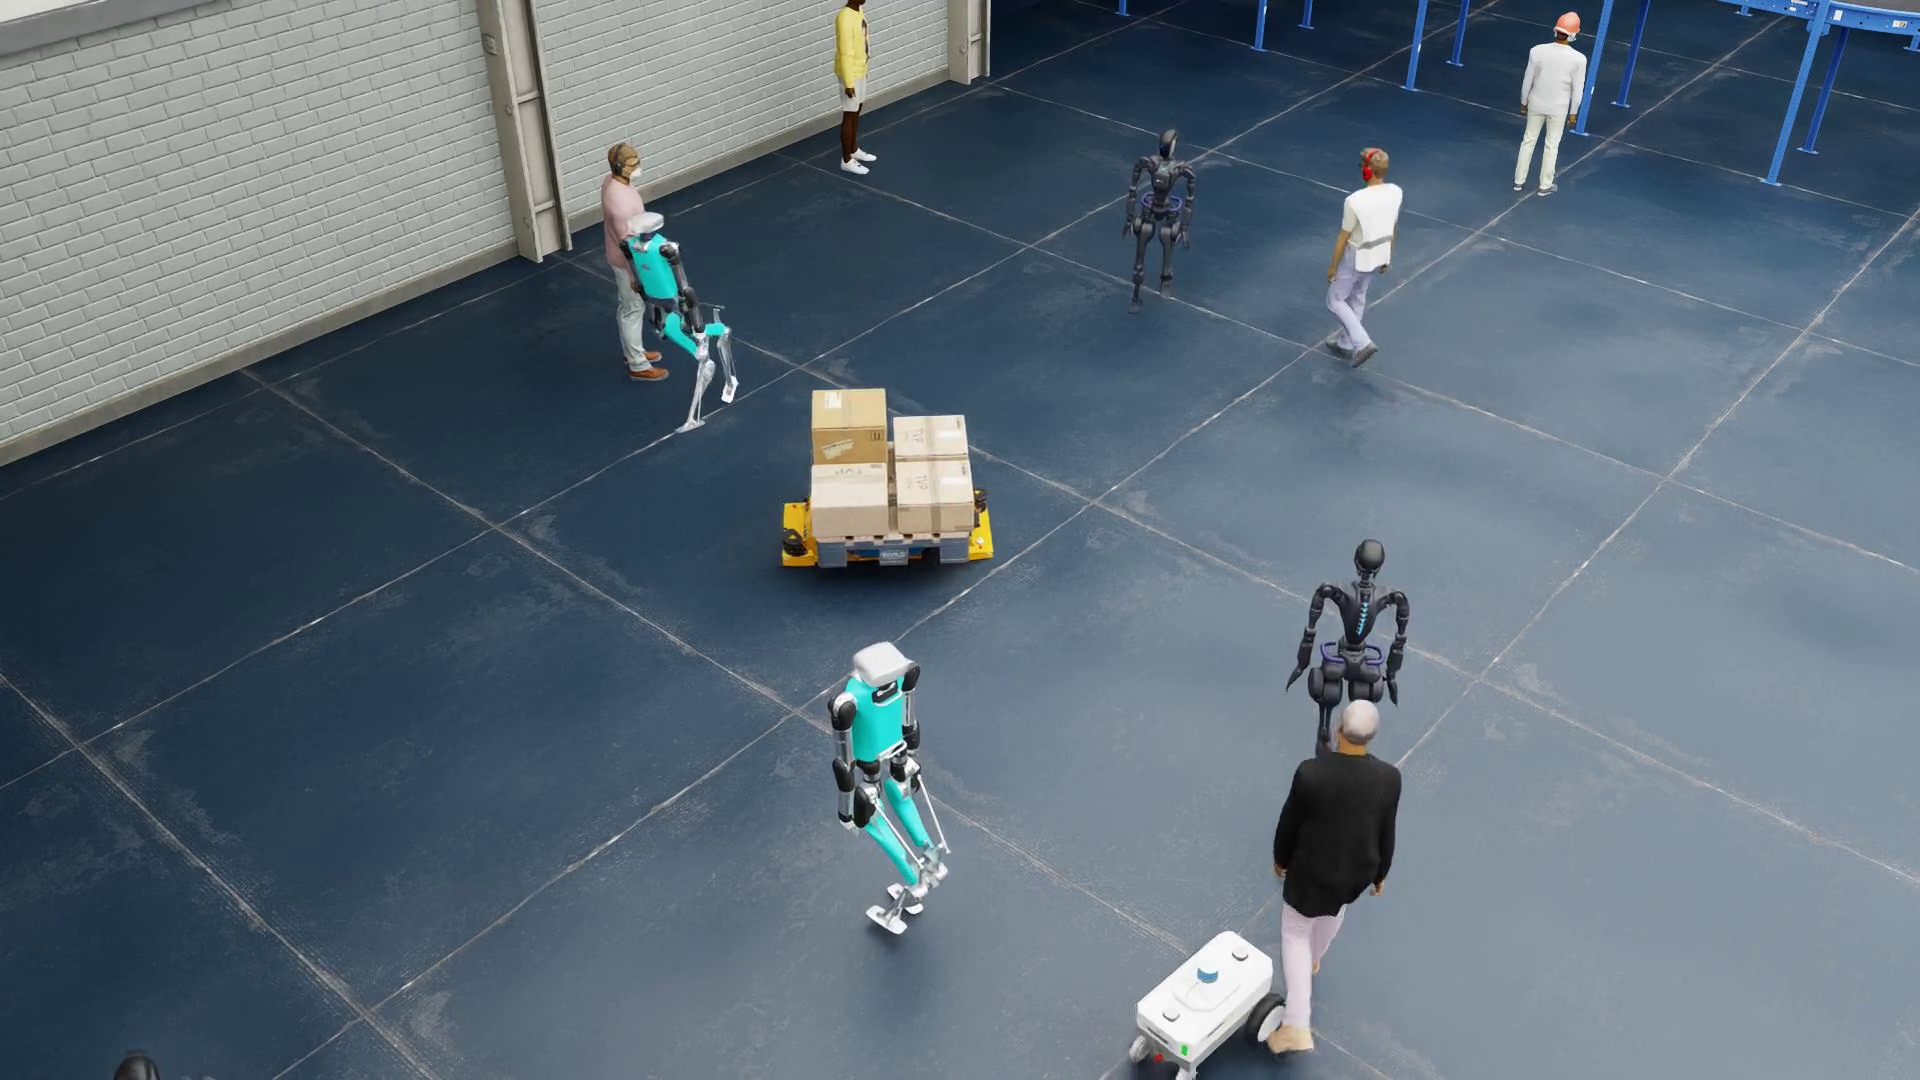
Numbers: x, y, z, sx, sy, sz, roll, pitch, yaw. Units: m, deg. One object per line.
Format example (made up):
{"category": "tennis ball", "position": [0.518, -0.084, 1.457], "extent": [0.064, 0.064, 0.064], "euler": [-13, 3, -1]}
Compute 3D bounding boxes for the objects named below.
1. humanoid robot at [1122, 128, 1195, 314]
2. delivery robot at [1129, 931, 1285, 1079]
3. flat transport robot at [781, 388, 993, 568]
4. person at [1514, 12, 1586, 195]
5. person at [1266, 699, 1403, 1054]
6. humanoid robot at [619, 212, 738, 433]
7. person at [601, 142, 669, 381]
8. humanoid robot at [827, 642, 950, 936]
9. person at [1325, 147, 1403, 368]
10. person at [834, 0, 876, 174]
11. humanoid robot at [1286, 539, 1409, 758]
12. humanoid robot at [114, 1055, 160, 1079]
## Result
{"category": "humanoid robot", "position": [1.673, -2.718, 13.987], "extent": [0.590, 1.636, 0.474], "euler": [10, 37, 13]}
{"category": "delivery robot", "position": [1.184, 2.229, 8.004], "extent": [0.765, 0.585, 0.499], "euler": [-29, 45, -34]}
{"category": "flat transport robot", "position": [-0.507, -0.099, 11.527], "extent": [1.431, 0.231, 0.659], "euler": [-2, 36, -3]}
{"category": "person", "position": [5.681, -4.199, 16.003], "extent": [0.571, 1.748, 0.341], "euler": [23, 41, 28]}
{"category": "person", "position": [1.768, 1.595, 7.833], "extent": [0.556, 1.815, 0.863], "euler": [-1, 35, -2]}
{"category": "humanoid robot", "position": [-1.992, -1.750, 12.598], "extent": [0.607, 1.758, 0.960], "euler": [25, 42, 31]}
{"category": "person", "position": [-2.577, -2.178, 13.010], "extent": [0.371, 1.936, 0.628], "euler": [-9, 36, -12]}
{"category": "humanoid robot", "position": [-0.262, 1.321, 8.217], "extent": [0.674, 1.750, 0.543], "euler": [30, 45, 35]}
{"category": "person", "position": [3.182, -2.206, 13.138], "extent": [0.582, 1.822, 0.574], "euler": [-21, 41, -27]}
{"category": "person", "position": [-1.050, -4.599, 16.440], "extent": [0.363, 1.898, 0.549], "euler": [7, 36, 10]}
{"category": "humanoid robot", "position": [2.125, 0.728, 9.161], "extent": [0.616, 1.641, 0.425], "euler": [2, 36, 3]}
{"category": "humanoid robot", "position": [-3.034, 2.575, 6.602], "extent": [0.608, 1.628, 0.782], "euler": [-20, 40, -26]}
